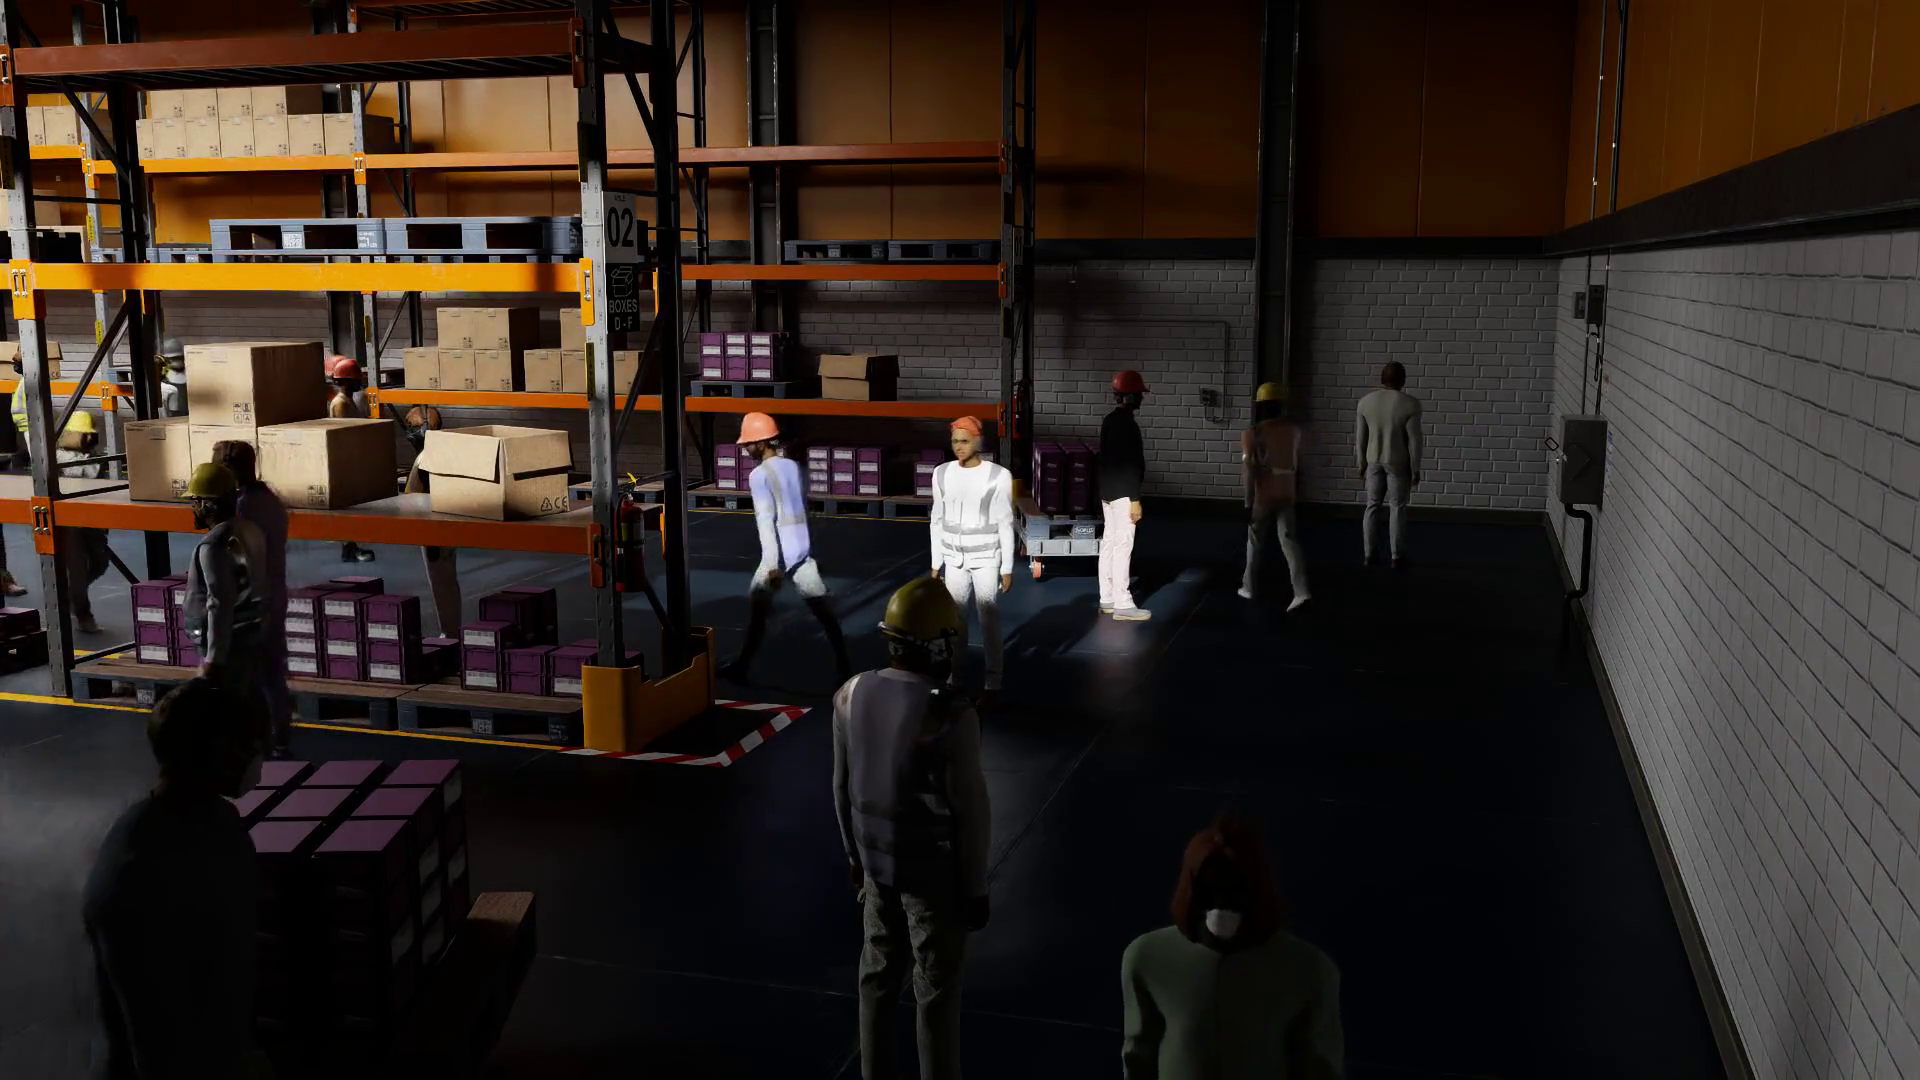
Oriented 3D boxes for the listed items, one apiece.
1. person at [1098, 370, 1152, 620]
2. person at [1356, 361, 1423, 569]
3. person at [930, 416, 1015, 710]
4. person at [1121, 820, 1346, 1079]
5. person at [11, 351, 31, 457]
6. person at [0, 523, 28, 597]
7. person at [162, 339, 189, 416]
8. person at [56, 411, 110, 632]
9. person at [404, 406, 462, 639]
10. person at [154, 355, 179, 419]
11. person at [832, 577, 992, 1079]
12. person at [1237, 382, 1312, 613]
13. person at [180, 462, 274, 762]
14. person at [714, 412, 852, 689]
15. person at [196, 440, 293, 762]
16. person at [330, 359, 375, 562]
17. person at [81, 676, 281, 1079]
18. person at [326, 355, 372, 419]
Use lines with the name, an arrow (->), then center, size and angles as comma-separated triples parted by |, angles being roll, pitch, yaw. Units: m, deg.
person -> 1.312, -0.363, 13.327 | 0.389, 1.996, 0.612 | -3, 10, -15
person -> 4.012, -0.701, 15.560 | 0.635, 1.937, 0.353 | 7, 11, 35
person -> 0.076, 0.143, 10.618 | 0.598, 1.878, 0.353 | 5, 11, 28
person -> 0.625, 1.398, 3.827 | 0.514, 1.598, 0.834 | 2, 9, 11
person -> -10.976, -1.324, 19.693 | 0.429, 1.837, 0.624 | -6, 11, -31
person -> -8.543, -0.508, 14.244 | 1.041, 1.998, 0.624 | 4, 10, 22
person -> -9.258, -1.434, 19.715 | 0.726, 2.000, 1.034 | -7, 12, -38
person -> -6.865, -0.155, 12.903 | 0.580, 1.720, 0.511 | 5, 11, 28
person -> -3.756, -0.045, 11.896 | 0.430, 1.836, 0.629 | -3, 10, -15
person -> -8.717, -1.083, 18.140 | 0.514, 1.864, 0.321 | 1, 9, 5
person -> -0.130, 1.025, 5.362 | 0.599, 1.830, 0.404 | 8, 12, 39
person -> 2.604, -0.354, 13.692 | 0.616, 1.871, 1.026 | -3, 10, -17
person -> -3.731, 0.513, 8.481 | 0.403, 1.830, 0.599 | -1, 9, -5
person -> -1.147, 0.087, 11.049 | 1.070, 1.862, 0.609 | 6, 11, 32
person -> -3.954, 0.399, 9.018 | 0.602, 1.890, 0.656 | 0, 9, 2
person -> -5.821, -0.760, 15.916 | 0.362, 1.939, 0.542 | -3, 10, -17
person -> -1.828, 1.257, 3.840 | 1.006, 1.887, 0.659 | 0, 9, 2
person -> -6.343, -0.995, 17.550 | 0.558, 1.888, 0.770 | -7, 11, -36
